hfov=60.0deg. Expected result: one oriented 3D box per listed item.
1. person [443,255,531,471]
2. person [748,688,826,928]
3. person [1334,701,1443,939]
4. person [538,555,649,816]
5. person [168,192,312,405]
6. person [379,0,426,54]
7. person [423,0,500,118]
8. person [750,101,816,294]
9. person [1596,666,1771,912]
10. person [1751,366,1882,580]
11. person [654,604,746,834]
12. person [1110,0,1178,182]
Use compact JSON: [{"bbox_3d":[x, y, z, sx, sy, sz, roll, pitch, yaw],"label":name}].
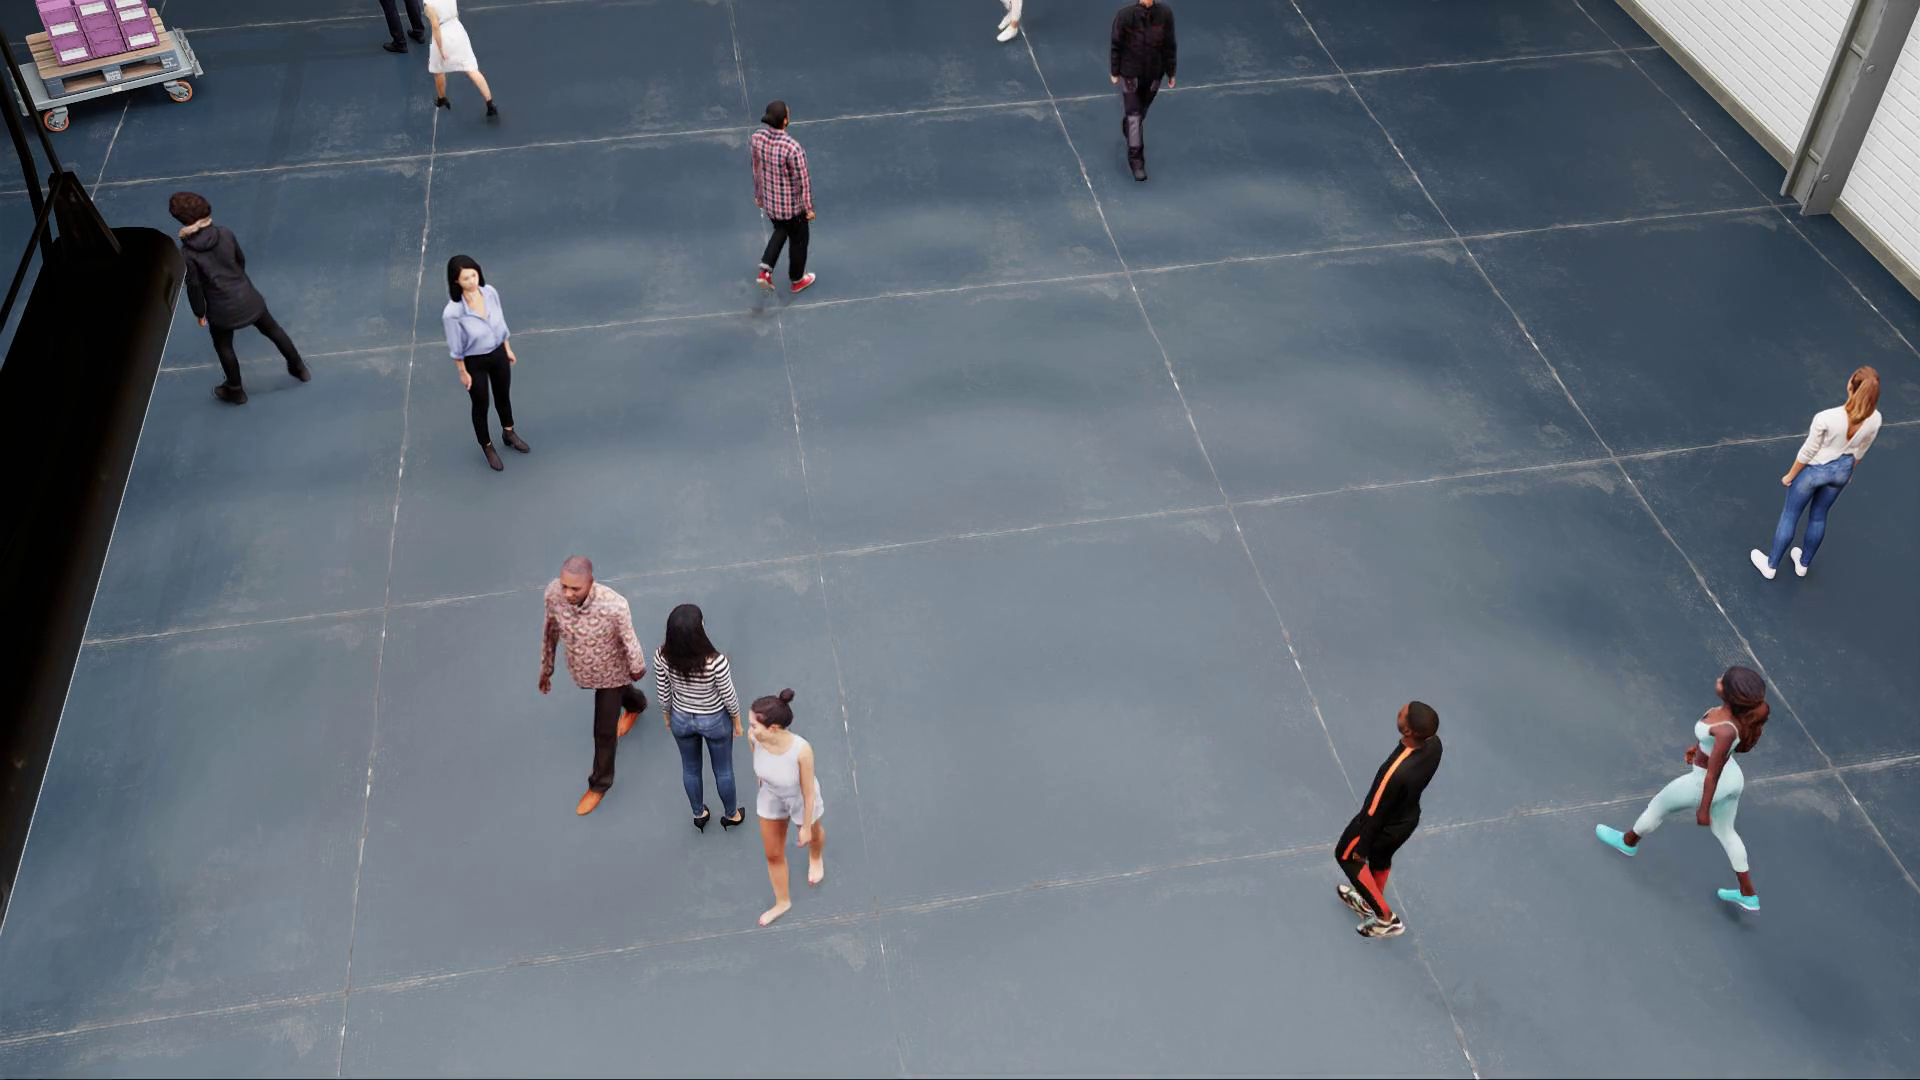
[{"bbox_3d":[-3.403,-1.283,11.898,0.769,1.743,0.728,30,51,28],"label":"person"},{"bbox_3d":[-0.913,1.364,9.216,0.796,1.612,0.931,10,45,11],"label":"person"},{"bbox_3d":[2.351,1.552,8.885,0.814,1.794,0.877,-32,52,-29],"label":"person"},{"bbox_3d":[-2.093,0.675,9.832,1.124,1.758,1.296,18,46,18],"label":"person"},{"bbox_3d":[-5.480,-1.789,12.421,0.945,1.756,0.915,31,52,29],"label":"person"},{"bbox_3d":[-5.711,-5.777,16.544,0.861,1.842,0.801,26,49,25],"label":"person"},{"bbox_3d":[-4.715,-4.645,15.592,1.046,1.516,0.990,25,49,24],"label":"person"},{"bbox_3d":[-1.449,-2.701,13.383,0.931,1.749,0.992,25,49,24],"label":"person"},{"bbox_3d":[4.191,1.402,9.128,1.018,1.677,1.238,-31,52,-29],"label":"person"},{"bbox_3d":[5.715,-0.434,11.025,0.635,1.719,0.550,-2,44,-2],"label":"person"},{"bbox_3d":[-1.471,1.036,9.427,0.656,1.794,0.619,6,44,6],"label":"person"},{"bbox_3d":[1.617,-4.241,14.964,0.775,1.797,1.165,-10,44,-10],"label":"person"}]
